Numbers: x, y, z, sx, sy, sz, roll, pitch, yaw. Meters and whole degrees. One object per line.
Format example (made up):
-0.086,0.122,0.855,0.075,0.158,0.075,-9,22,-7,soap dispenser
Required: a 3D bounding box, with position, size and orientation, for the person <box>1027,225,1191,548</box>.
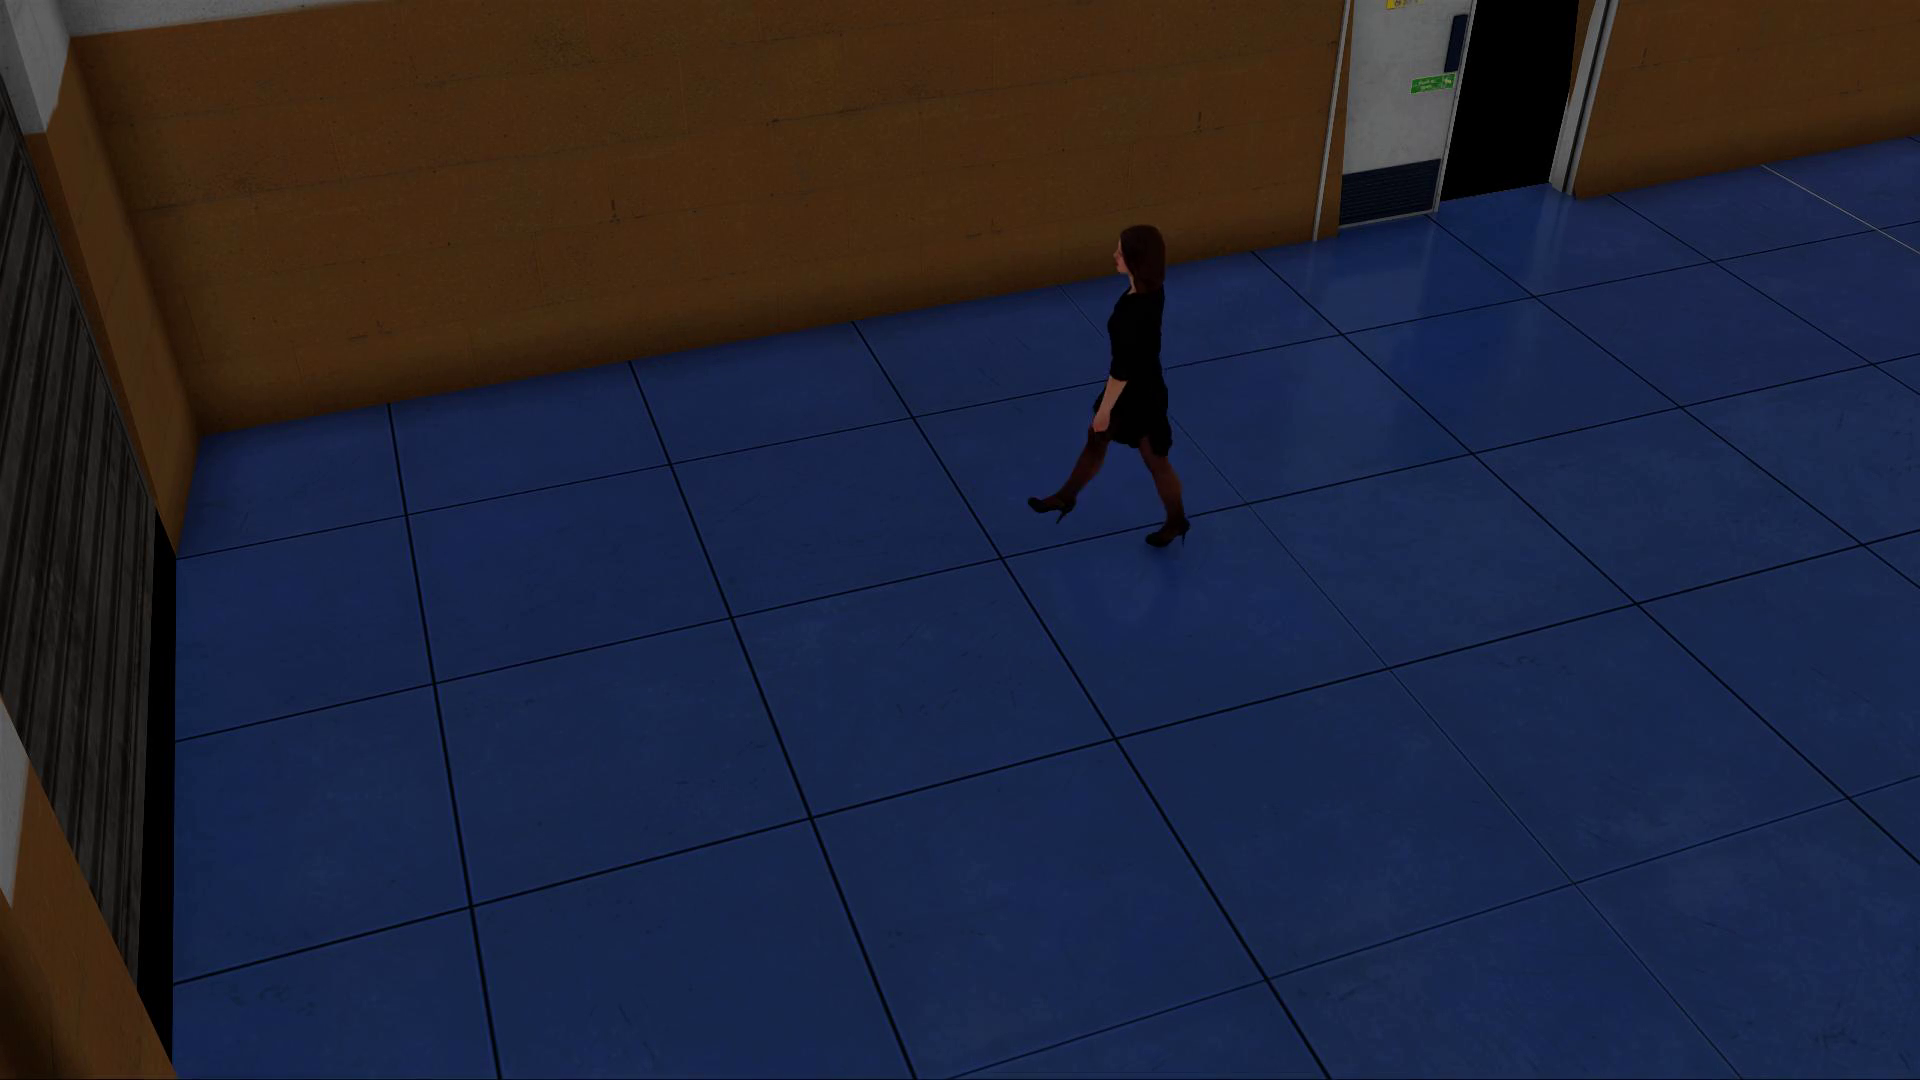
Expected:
0.900,-0.632,7.586,0.996,1.670,1.056,7,37,9,person
